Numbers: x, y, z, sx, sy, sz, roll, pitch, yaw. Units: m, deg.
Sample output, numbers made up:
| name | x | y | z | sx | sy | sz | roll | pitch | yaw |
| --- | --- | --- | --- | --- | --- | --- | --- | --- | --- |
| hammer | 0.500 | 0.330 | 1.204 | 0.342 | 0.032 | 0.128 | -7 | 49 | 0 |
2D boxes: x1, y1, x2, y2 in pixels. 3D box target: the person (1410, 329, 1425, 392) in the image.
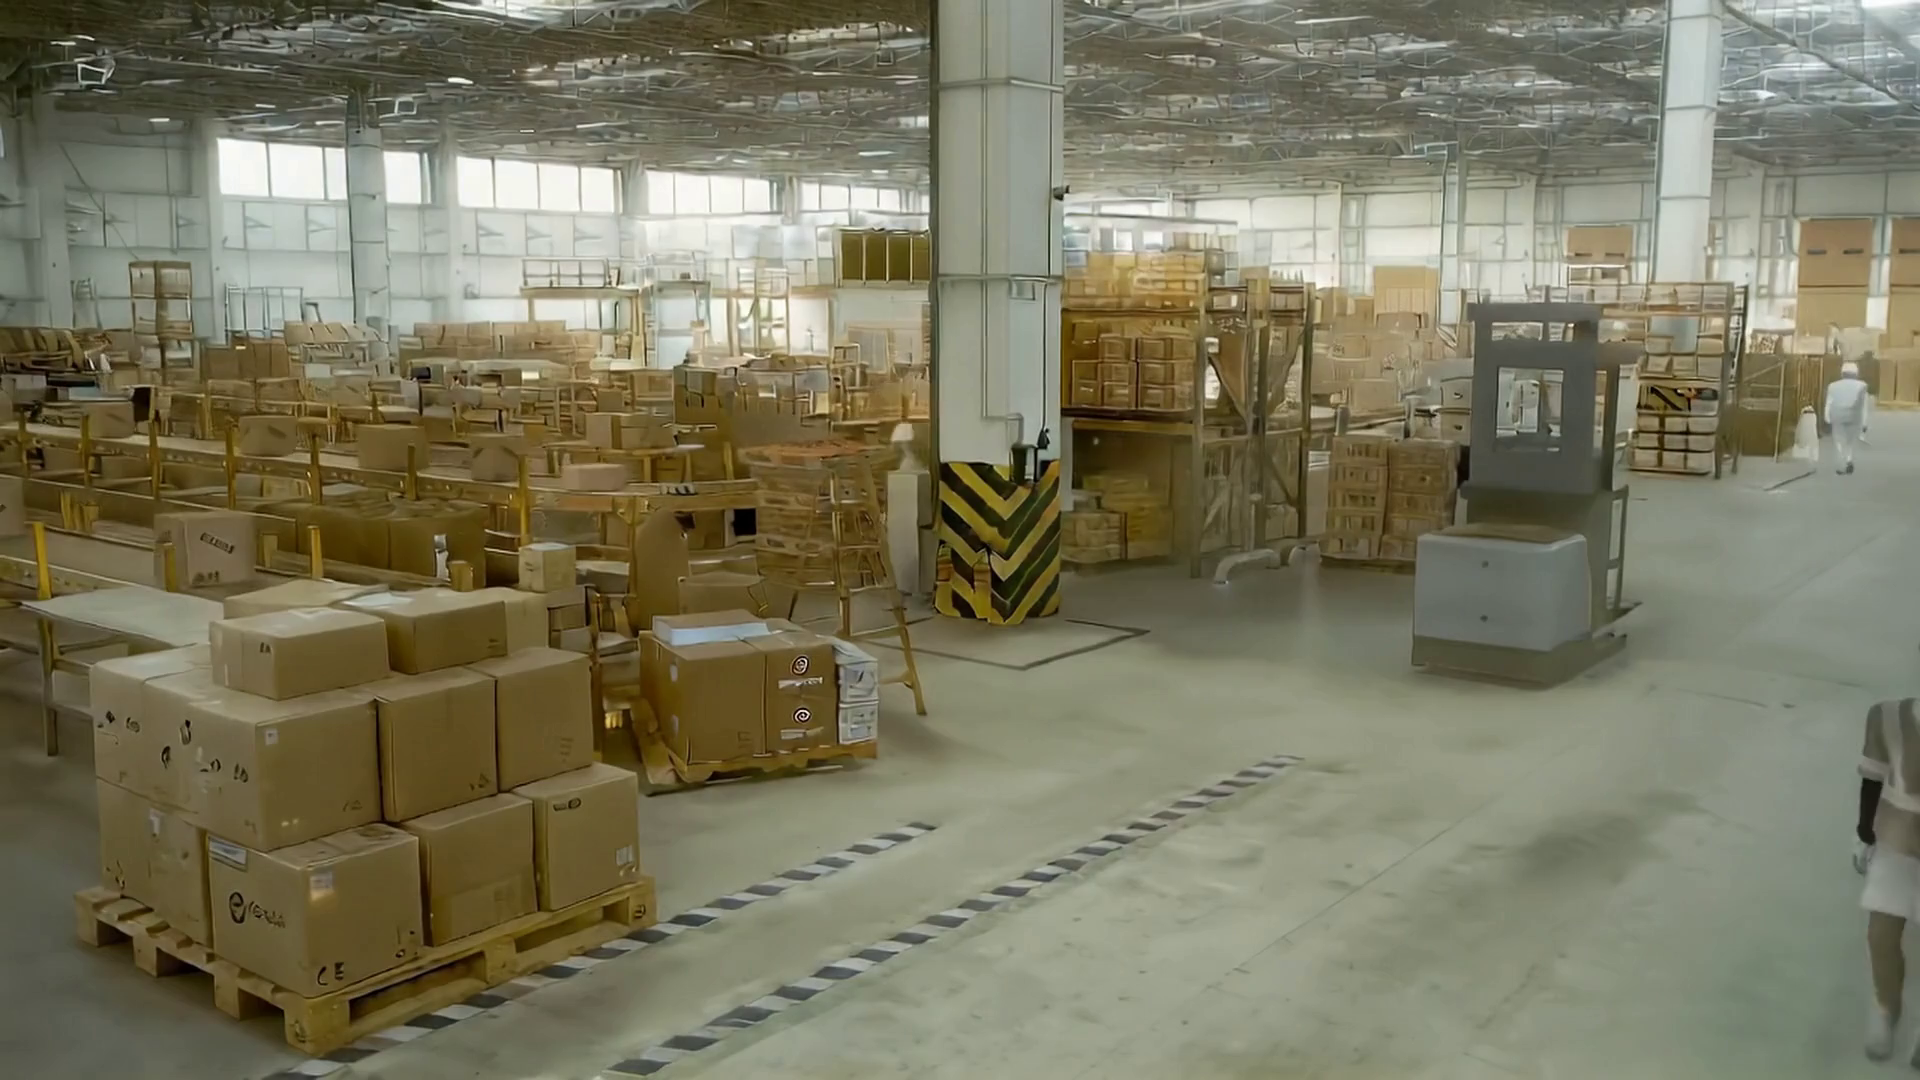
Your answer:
| name | x | y | z | sx | sy | sz | roll | pitch | yaw |
| --- | --- | --- | --- | --- | --- | --- | --- | --- | --- |
| person | 13.380 | -5.234 | 48.623 | 0.560 | 1.853 | 0.400 | -4 | 9 | -25 |

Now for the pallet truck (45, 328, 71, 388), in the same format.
| name | x | y | z | sx | sy | sz | roll | pitch | yaw |
| --- | --- | --- | --- | --- | --- | --- | --- | --- | --- |
| pallet truck | -23.775 | -4.544 | 43.495 | 1.885 | 1.965 | 0.823 | 6 | 10 | 35 |

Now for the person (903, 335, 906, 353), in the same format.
| name | x | y | z | sx | sy | sz | roll | pitch | yaw |
| --- | --- | --- | --- | --- | --- | --- | --- | --- | --- |
| person | -2.164 | -8.373 | 70.533 | 0.496 | 1.624 | 0.287 | 1 | 9 | 9 |

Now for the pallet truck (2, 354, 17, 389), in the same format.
| name | x | y | z | sx | sy | sz | roll | pitch | yaw |
| --- | --- | --- | --- | --- | --- | --- | --- | --- | --- |
| pallet truck | -24.881 | -4.417 | 42.634 | 1.885 | 1.965 | 0.823 | 8 | 11 | 41 |

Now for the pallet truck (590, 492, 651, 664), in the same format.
| name | x | y | z | sx | sy | sz | roll | pitch | yaw |
| --- | --- | --- | --- | --- | --- | --- | --- | --- | --- |
| pallet truck | -3.115 | 0.344 | 12.883 | 0.653 | 1.274 | 1.630 | 7 | 11 | 37 |

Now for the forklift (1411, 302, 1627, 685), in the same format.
| name | x | y | z | sx | sy | sz | roll | pitch | yaw |
| --- | --- | --- | --- | --- | --- | --- | --- | --- | --- |
| forklift | 4.379 | -0.438 | 12.852 | 1.129 | 2.768 | 1.873 | 7 | 11 | 37 |

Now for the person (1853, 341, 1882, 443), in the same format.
| name | x | y | z | sx | sy | sz | roll | pitch | yaw |
| --- | --- | --- | --- | --- | --- | --- | --- | --- | --- |
| person | 17.514 | -2.852 | 32.121 | 0.642 | 1.982 | 0.435 | -2 | 9 | -12 |

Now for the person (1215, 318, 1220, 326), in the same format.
| name | x | y | z | sx | sy | sz | roll | pitch | yaw |
| --- | --- | --- | --- | --- | --- | --- | --- | --- | --- |
| person | 11.317 | -8.898 | 73.227 | 0.575 | 1.885 | 0.355 | 7 | 11 | 40 |

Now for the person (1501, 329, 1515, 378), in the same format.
| name | x | y | z | sx | sy | sz | roll | pitch | yaw |
| --- | --- | --- | --- | --- | --- | --- | --- | --- | --- |
| person | 14.820 | -4.740 | 45.026 | 0.377 | 1.932 | 0.552 | 6 | 10 | 35 |

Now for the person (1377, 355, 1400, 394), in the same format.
| name | x | y | z | sx | sy | sz | roll | pitch | yaw |
| --- | --- | --- | --- | --- | --- | --- | --- | --- | --- |
| person | 9.067 | -3.119 | 35.171 | 0.503 | 1.614 | 0.585 | 6 | 10 | 34 |

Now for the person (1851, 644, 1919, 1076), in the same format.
| name | x | y | z | sx | sy | sz | roll | pitch | yaw |
| --- | --- | --- | --- | --- | --- | --- | --- | --- | --- |
| person | 3.564 | 1.155 | 6.090 | 0.552 | 1.682 | 0.435 | 6 | 10 | 34 |

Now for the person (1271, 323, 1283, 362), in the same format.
| name | x | y | z | sx | sy | sz | roll | pitch | yaw |
| --- | --- | --- | --- | --- | --- | --- | --- | --- | --- |
| person | 11.407 | -6.913 | 59.978 | 0.513 | 1.844 | 0.335 | -4 | 9 | -25 |

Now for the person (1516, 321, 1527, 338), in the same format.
| name | x | y | z | sx | sy | sz | roll | pitch | yaw |
| --- | --- | --- | --- | --- | --- | --- | --- | --- | --- |
| person | 25.925 | -9.323 | 76.692 | 0.477 | 1.706 | 0.758 | 1 | 9 | 8 |

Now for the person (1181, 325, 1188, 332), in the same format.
| name | x | y | z | sx | sy | sz | roll | pitch | yaw |
| --- | --- | --- | --- | --- | --- | --- | --- | --- | --- |
| person | 7.281 | -6.015 | 53.863 | 0.313 | 1.863 | 0.528 | 4 | 9 | 27 |

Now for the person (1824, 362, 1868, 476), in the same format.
| name | x | y | z | sx | sy | sz | roll | pitch | yaw |
| --- | --- | --- | --- | --- | --- | --- | --- | --- | --- |
| person | 14.137 | -1.936 | 26.546 | 0.618 | 1.801 | 0.781 | 5 | 10 | 30 |

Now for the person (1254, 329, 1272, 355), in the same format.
| name | x | y | z | sx | sy | sz | roll | pitch | yaw |
| --- | --- | --- | --- | --- | --- | --- | --- | --- | --- |
| person | 8.715 | -5.201 | 48.093 | 0.638 | 1.938 | 0.417 | 0 | 8 | -2 |

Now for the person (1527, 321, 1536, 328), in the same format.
| name | x | y | z | sx | sy | sz | roll | pitch | yaw |
| --- | --- | --- | --- | --- | --- | --- | --- | --- | --- |
| person | 27.218 | -9.803 | 79.150 | 0.610 | 1.939 | 0.417 | -7 | 11 | -41 |

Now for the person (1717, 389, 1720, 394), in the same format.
| name | x | y | z | sx | sy | sz | roll | pitch | yaw |
| --- | --- | --- | --- | --- | --- | --- | --- | --- | --- |
| person | 17.542 | -3.796 | 38.680 | 0.547 | 1.929 | 0.385 | 1 | 8 | 5 |

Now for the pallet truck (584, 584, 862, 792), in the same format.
| name | x | y | z | sx | sy | sz | roll | pitch | yaw |
| --- | --- | --- | --- | --- | --- | --- | --- | --- | --- |
| pallet truck | -1.426 | 0.805 | 10.019 | 1.601 | 1.201 | 0.680 | -4 | 9 | -26 |

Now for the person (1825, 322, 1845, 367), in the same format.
| name | x | y | z | sx | sy | sz | roll | pitch | yaw |
| --- | --- | --- | --- | --- | --- | --- | --- | --- | --- |
| person | 34.003 | -7.560 | 64.536 | 0.621 | 1.799 | 0.976 | -3 | 9 | -19 |

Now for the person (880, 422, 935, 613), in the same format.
| name | x | y | z | sx | sy | sz | roll | pitch | yaw |
| --- | --- | --- | --- | --- | --- | --- | --- | --- | --- |
| person | -0.434 | -0.187 | 15.004 | 0.517 | 1.744 | 0.533 | -1 | 9 | -10 |

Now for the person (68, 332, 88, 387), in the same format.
| name | x | y | z | sx | sy | sz | roll | pitch | yaw |
| --- | --- | --- | --- | --- | --- | --- | --- | --- | --- |
| person | -22.448 | -4.319 | 42.278 | 0.638 | 1.910 | 0.407 | 5 | 10 | 29 |

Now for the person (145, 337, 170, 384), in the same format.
| name | x | y | z | sx | sy | sz | roll | pitch | yaw |
| --- | --- | --- | --- | --- | --- | --- | --- | --- | --- |
| person | -19.771 | -4.205 | 41.056 | 0.612 | 2.043 | 0.374 | -8 | 11 | -43 |
